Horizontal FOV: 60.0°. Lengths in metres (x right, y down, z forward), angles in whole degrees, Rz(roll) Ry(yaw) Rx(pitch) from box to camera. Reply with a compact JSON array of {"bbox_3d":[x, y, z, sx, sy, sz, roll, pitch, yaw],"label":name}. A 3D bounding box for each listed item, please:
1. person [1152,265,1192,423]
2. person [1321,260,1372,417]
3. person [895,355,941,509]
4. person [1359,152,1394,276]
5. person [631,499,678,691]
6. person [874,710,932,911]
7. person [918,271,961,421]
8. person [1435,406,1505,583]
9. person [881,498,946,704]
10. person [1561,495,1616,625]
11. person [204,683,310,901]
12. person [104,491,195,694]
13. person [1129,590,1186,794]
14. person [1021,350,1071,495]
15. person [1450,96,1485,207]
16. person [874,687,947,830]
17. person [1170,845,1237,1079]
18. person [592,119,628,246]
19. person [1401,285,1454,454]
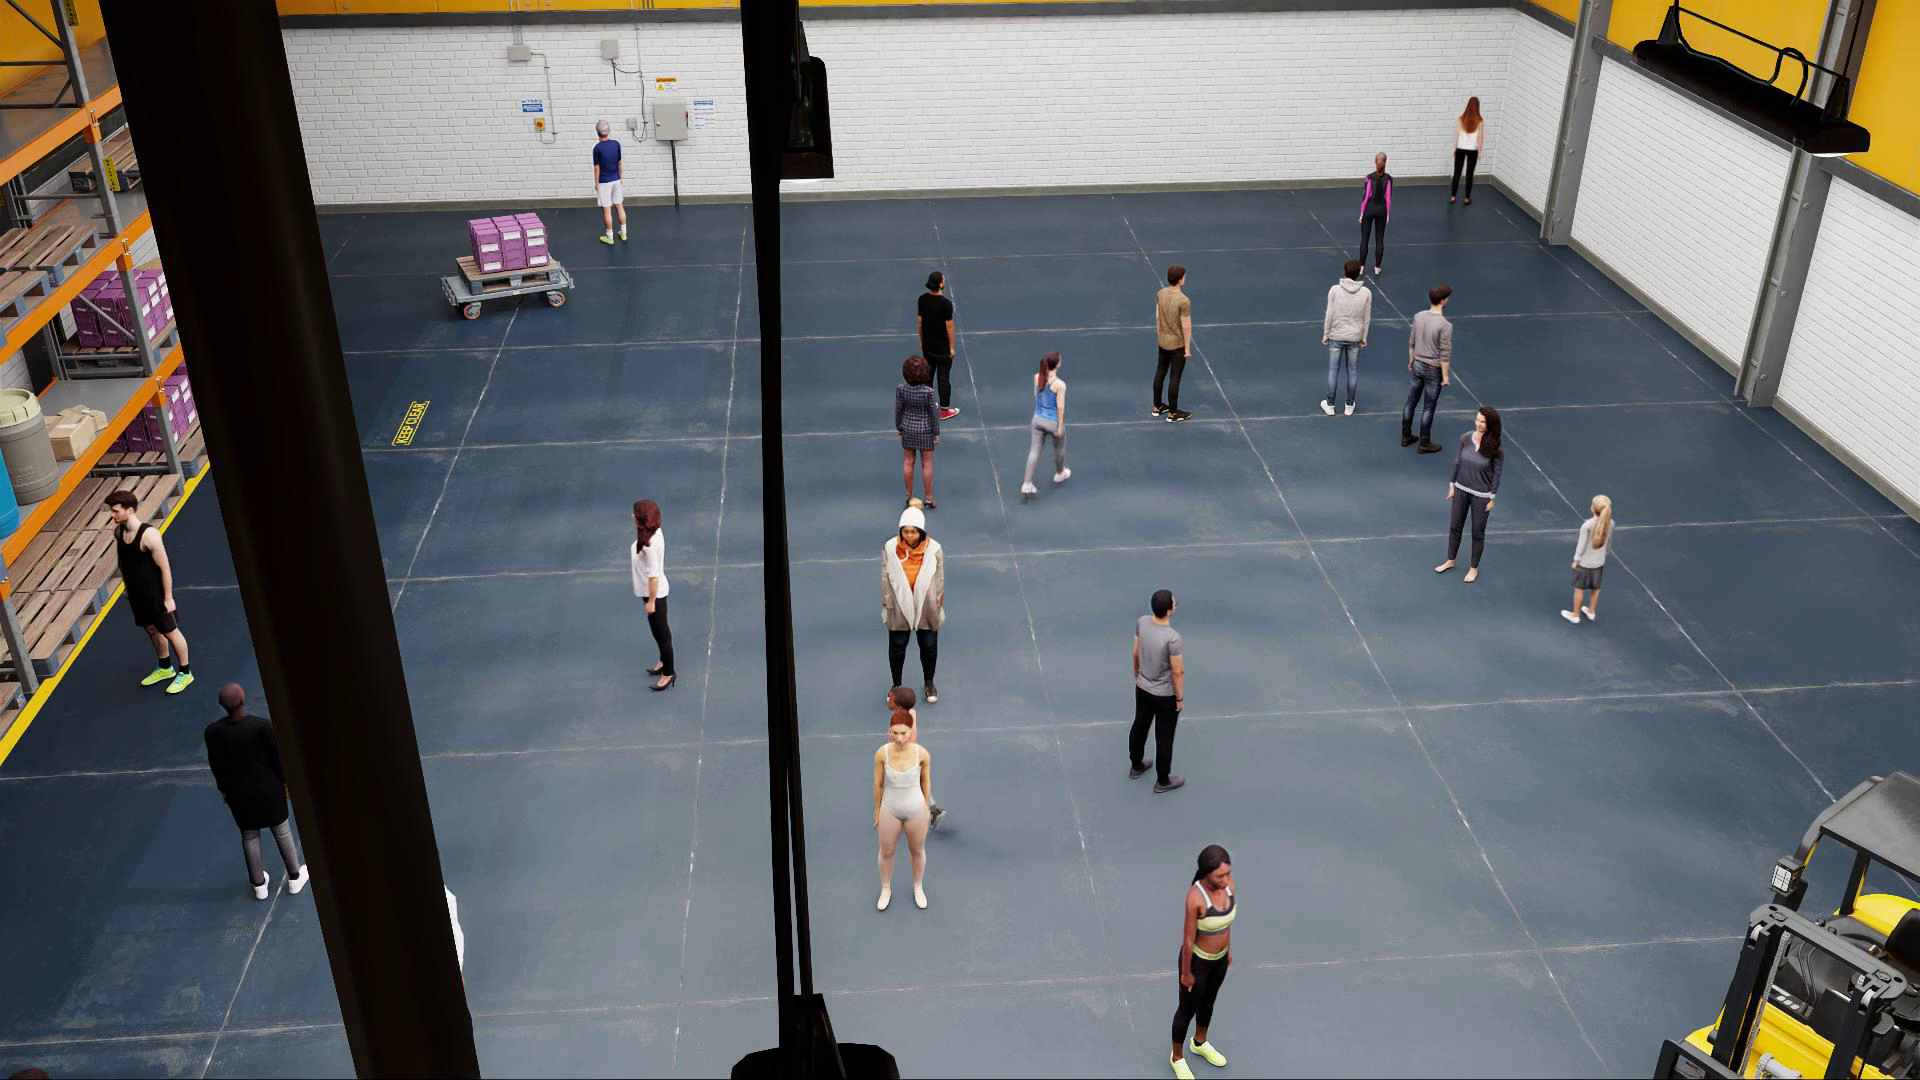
[{"bbox_3d":[2.437,-2.277,19.148,0.807,1.852,0.702,-21,35,-33],"label":"person"},{"bbox_3d":[4.460,-2.352,19.287,0.697,1.851,0.600,1,29,2],"label":"person"},{"bbox_3d":[-0.437,-1.101,17.150,0.697,1.702,0.677,9,30,16],"label":"person"},{"bbox_3d":[5.871,-4.630,23.569,0.596,1.750,0.571,2,29,3],"label":"person"},{"bbox_3d":[-2.602,0.455,14.200,0.697,1.795,0.492,-6,29,-11],"label":"person"},{"bbox_3d":[-0.401,1.895,11.718,0.549,1.643,0.480,-1,29,-3],"label":"person"},{"bbox_3d":[-0.270,-2.254,19.205,0.722,1.758,0.765,18,34,30],"label":"person"},{"bbox_3d":[4.909,-0.460,15.906,0.686,1.768,0.740,21,35,33],"label":"person"},{"bbox_3d":[-0.387,0.513,13.993,0.701,1.891,0.659,-1,29,-2],"label":"person"},{"bbox_3d":[5.795,0.166,15.272,0.554,1.275,0.572,-9,30,-15],"label":"person"},{"bbox_3d":[-5.017,1.777,11.812,0.671,1.761,0.583,-6,29,-11],"label":"person"},{"bbox_3d":[-6.902,0.423,14.159,0.770,1.889,0.750,12,31,21],"label":"person"},{"bbox_3d":[1.539,1.151,12.966,0.764,1.755,0.677,-24,37,-37],"label":"person"},{"bbox_3d":[0.873,-1.201,17.465,0.972,1.576,1.100,18,33,30],"label":"person"},{"bbox_3d":[8.070,-6.192,26.462,0.656,1.722,0.650,11,31,20],"label":"person"},{"bbox_3d":[-0.369,1.662,12.506,0.754,1.298,0.798,10,30,17],"label":"person"},{"bbox_3d":[1.506,2.597,10.316,0.646,1.754,0.669,-20,35,-32],"label":"person"},{"bbox_3d":[-5.236,-5.353,24.801,0.725,1.839,0.762,-24,37,-37],"label":"person"},{"bbox_3d":[5.172,-1.900,18.404,0.839,1.903,0.701,-19,34,-30],"label":"person"}]
